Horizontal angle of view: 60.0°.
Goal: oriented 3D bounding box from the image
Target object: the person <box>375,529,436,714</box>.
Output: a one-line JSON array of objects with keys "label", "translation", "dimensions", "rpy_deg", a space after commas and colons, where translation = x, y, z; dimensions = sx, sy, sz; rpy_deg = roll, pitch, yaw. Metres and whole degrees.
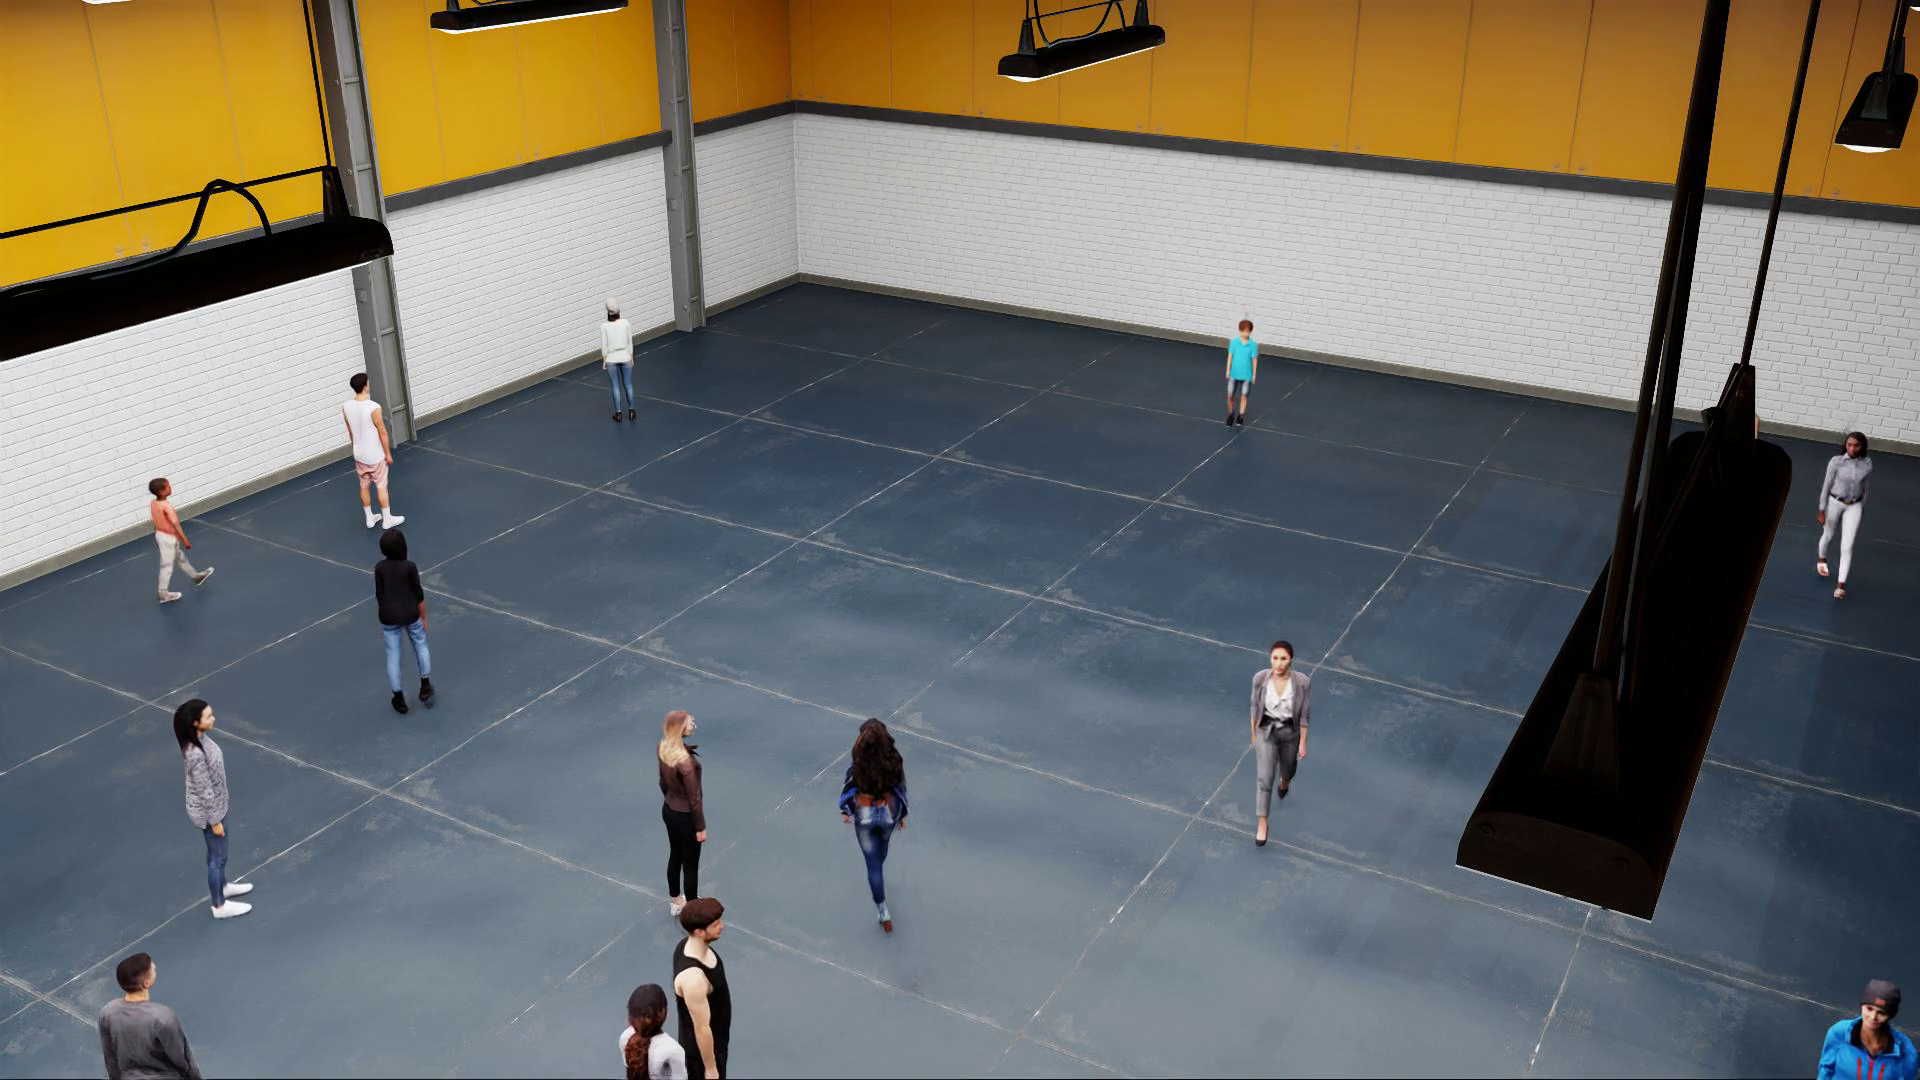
[{"label": "person", "translation": [-4.936, 0.733, 14.707], "dimensions": [0.707, 1.681, 0.766], "rpy_deg": [-7, 25, -15]}]

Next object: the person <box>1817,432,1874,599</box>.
[{"label": "person", "translation": [9.044, -0.309, 17.106], "dimensions": [0.772, 1.668, 1.245], "rpy_deg": [7, 25, 16]}]

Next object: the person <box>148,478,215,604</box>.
[{"label": "person", "translation": [-8.080, 0.018, 16.839], "dimensions": [0.621, 1.282, 0.909], "rpy_deg": [19, 30, 37]}]

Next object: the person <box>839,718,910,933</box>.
[{"label": "person", "translation": [-0.587, 2.046, 11.834], "dimensions": [1.037, 1.575, 1.095], "rpy_deg": [-6, 24, -14]}]

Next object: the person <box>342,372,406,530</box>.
[{"label": "person", "translation": [-6.579, -0.985, 18.501], "dimensions": [0.685, 1.789, 0.642], "rpy_deg": [8, 25, 17]}]

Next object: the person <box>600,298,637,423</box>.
[{"label": "person", "translation": [-4.495, -2.383, 21.870], "dimensions": [0.614, 1.652, 0.700], "rpy_deg": [-10, 25, -21]}]

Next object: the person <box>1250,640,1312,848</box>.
[{"label": "person", "translation": [2.499, 1.518, 12.954], "dimensions": [0.814, 1.647, 1.127], "rpy_deg": [5, 24, 12]}]

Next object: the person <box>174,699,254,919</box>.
[{"label": "person", "translation": [-5.409, 1.912, 11.946], "dimensions": [0.722, 1.732, 0.703], "rpy_deg": [-11, 26, -24]}]

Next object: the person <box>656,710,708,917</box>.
[{"label": "person", "translation": [-1.982, 1.971, 11.847], "dimensions": [0.635, 1.704, 0.671], "rpy_deg": [-17, 29, -34]}]

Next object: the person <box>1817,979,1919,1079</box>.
[{"label": "person", "translation": [4.929, 3.139, 9.105], "dimensions": [0.666, 1.759, 1.158], "rpy_deg": [15, 28, 31]}]

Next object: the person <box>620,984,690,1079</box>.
[{"label": "person", "translation": [-1.660, 3.210, 9.010], "dimensions": [0.630, 1.705, 0.689], "rpy_deg": [14, 27, 28]}]

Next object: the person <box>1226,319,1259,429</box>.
[{"label": "person", "translation": [3.679, -2.202, 21.722], "dimensions": [0.619, 1.440, 0.655], "rpy_deg": [7, 24, 15]}]

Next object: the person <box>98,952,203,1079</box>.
[{"label": "person", "translation": [-4.478, 3.124, 9.202], "dimensions": [0.884, 1.708, 1.223], "rpy_deg": [4, 24, 10]}]

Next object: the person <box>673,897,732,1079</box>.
[{"label": "person", "translation": [-1.474, 2.865, 9.567], "dimensions": [0.822, 1.891, 0.745], "rpy_deg": [-5, 24, -11]}]
